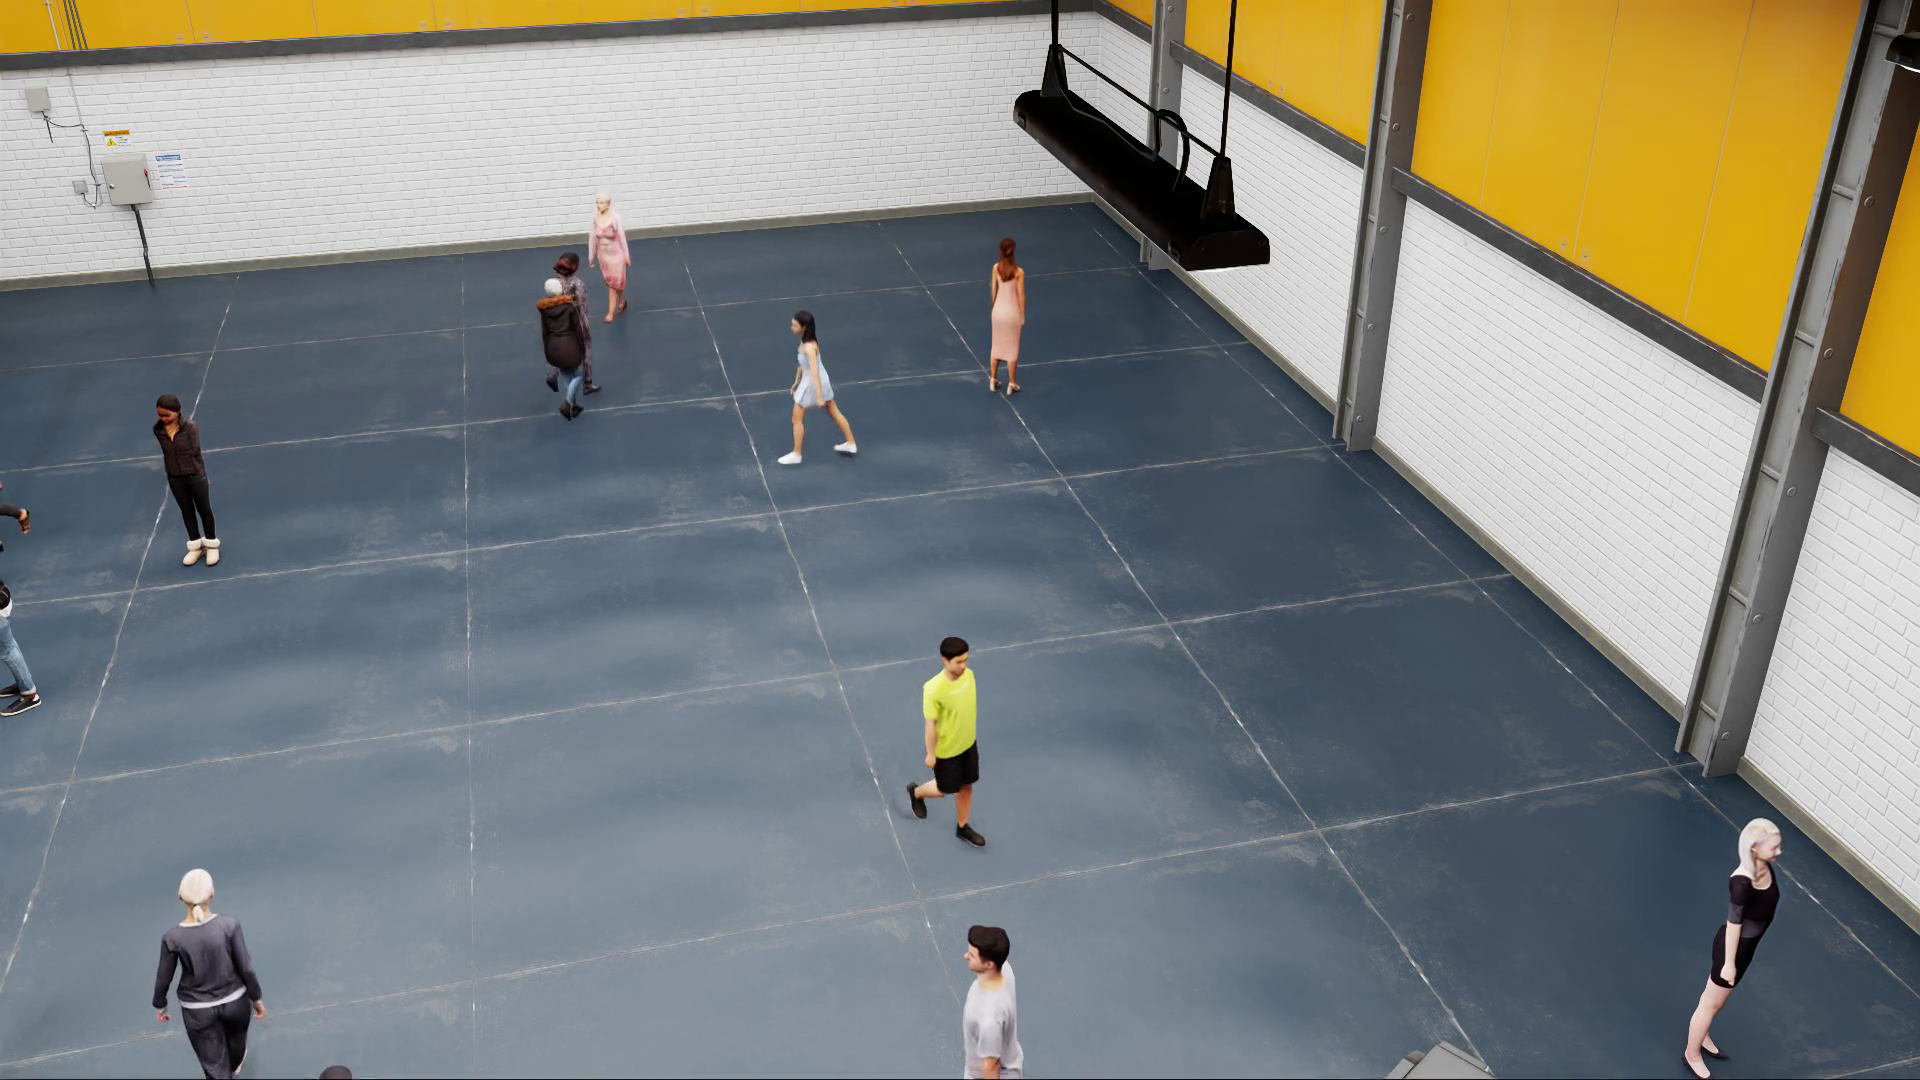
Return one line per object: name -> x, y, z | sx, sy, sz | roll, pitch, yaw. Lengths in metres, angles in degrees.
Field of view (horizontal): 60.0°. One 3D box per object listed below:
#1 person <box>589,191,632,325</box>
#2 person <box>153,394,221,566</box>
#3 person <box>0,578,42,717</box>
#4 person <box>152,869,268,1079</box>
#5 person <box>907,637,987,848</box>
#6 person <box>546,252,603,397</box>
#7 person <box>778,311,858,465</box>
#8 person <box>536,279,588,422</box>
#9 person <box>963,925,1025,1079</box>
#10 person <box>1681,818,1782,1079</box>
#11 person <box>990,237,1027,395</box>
person -> -4.365, -3.581, 20.944 | 0.960, 1.650, 1.167 | 7, 29, 12
person -> -7.191, -0.601, 15.469 | 0.674, 1.662, 0.608 | -7, 29, -13
person -> -7.700, 0.523, 13.242 | 0.782, 1.821, 0.606 | -17, 33, -28
person -> -4.207, 2.680, 9.442 | 0.888, 1.673, 1.171 | -16, 33, -27
person -> -0.107, 1.392, 11.786 | 1.026, 1.691, 0.885 | 25, 38, 38
person -> -4.392, -2.385, 18.698 | 0.942, 1.702, 0.919 | 24, 37, 37
person -> -1.435, -1.570, 17.240 | 0.808, 1.667, 1.049 | -1, 29, -1
person -> -4.336, -2.029, 18.138 | 0.838, 1.613, 0.950 | 6, 29, 11
person -> 0.251, 2.830, 8.956 | 0.848, 1.876, 0.744 | 3, 29, 6
person -> 4.553, 2.400, 9.793 | 0.681, 1.830, 0.648 | 20, 34, 32
person -> 0.529, -2.539, 18.847 | 0.651, 1.830, 0.714 | 16, 32, 27
